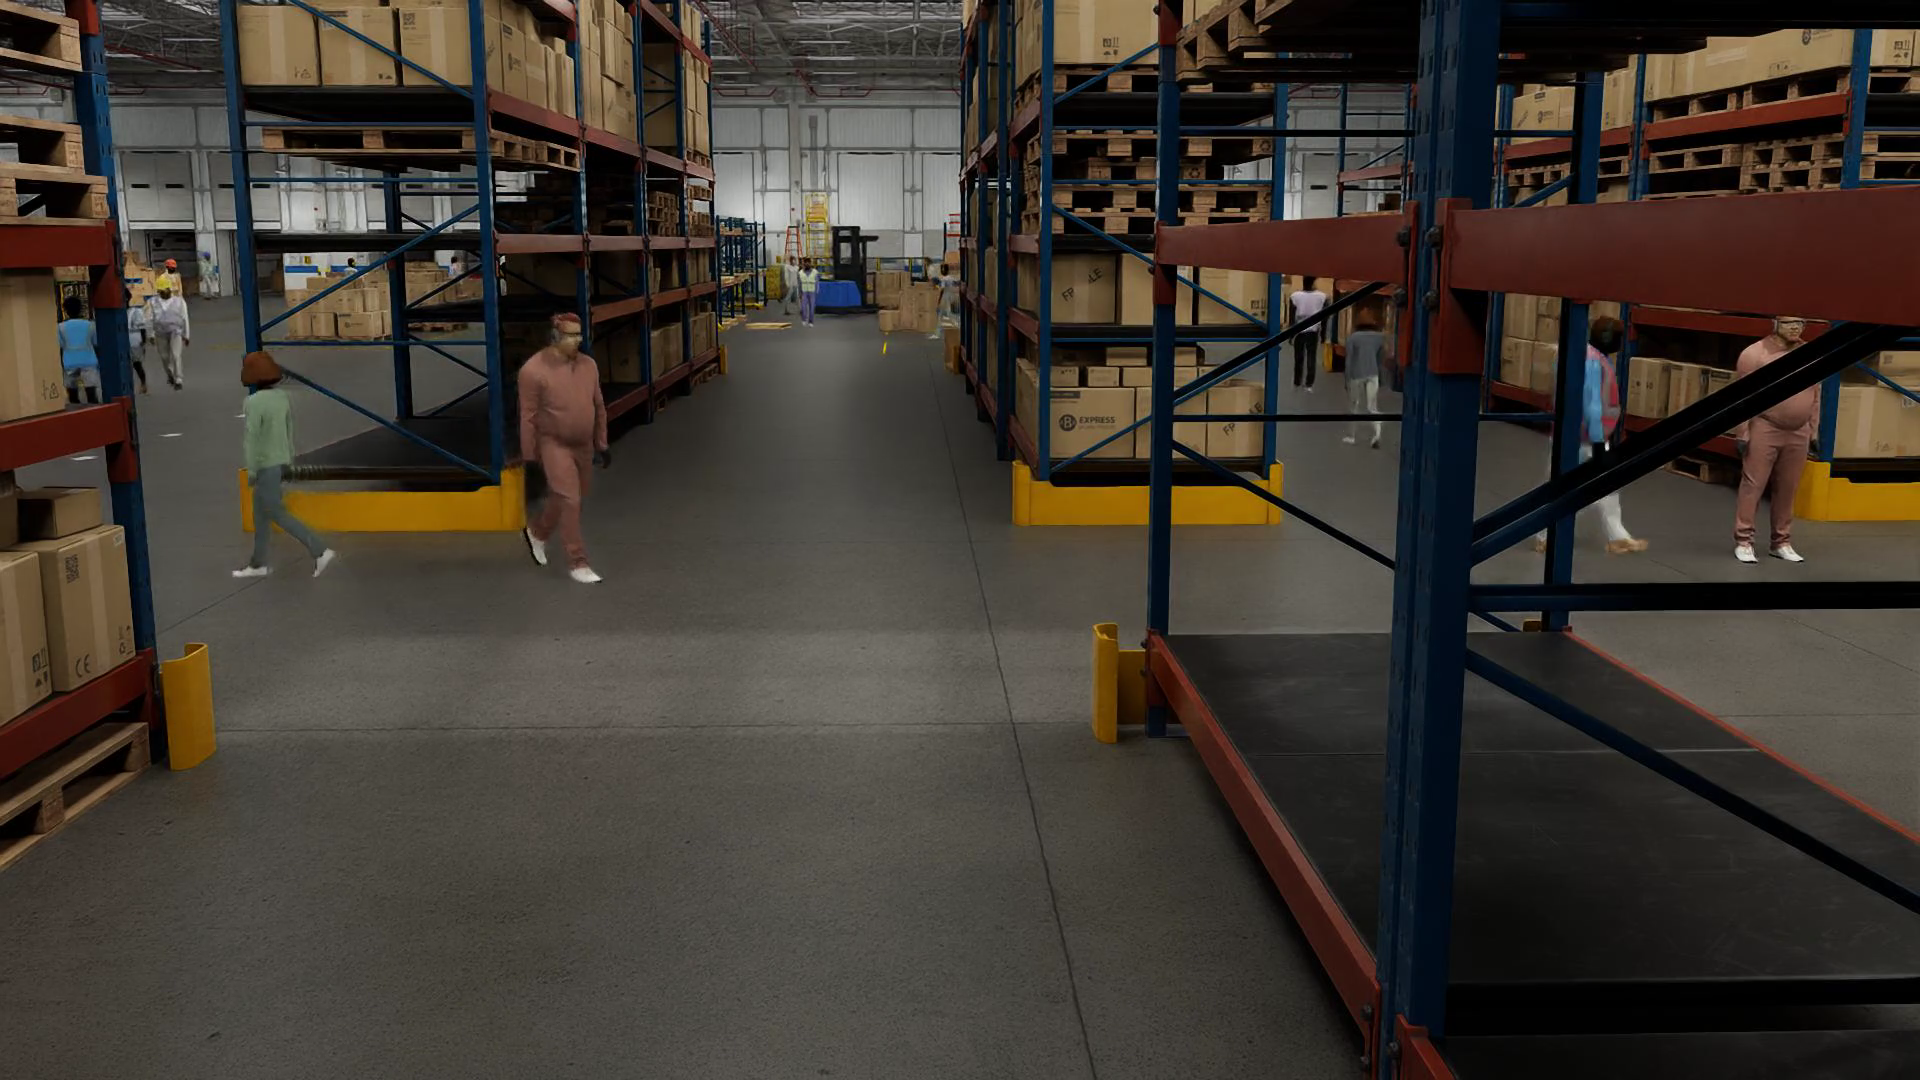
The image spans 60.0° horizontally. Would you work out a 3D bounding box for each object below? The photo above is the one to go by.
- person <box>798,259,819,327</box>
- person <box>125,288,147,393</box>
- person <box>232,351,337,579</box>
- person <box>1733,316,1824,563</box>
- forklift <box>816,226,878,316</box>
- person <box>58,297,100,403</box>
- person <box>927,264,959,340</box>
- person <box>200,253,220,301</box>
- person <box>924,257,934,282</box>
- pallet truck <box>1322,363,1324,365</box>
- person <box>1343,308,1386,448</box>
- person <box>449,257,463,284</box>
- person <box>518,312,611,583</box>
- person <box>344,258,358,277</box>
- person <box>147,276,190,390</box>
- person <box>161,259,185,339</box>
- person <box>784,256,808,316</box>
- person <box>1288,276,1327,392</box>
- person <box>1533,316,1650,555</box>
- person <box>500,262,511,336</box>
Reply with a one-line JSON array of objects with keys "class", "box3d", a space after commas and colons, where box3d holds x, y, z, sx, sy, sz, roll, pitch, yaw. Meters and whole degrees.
[{"class": "person", "box3d": [-4.182, -6.802, 45.837, 0.597, 1.868, 0.980, 0, 10, -1]}, {"class": "person", "box3d": [-12.395, -2.932, 24.798, 0.540, 1.682, 0.540, -2, 10, -12]}, {"class": "person", "box3d": [-4.719, -0.509, 11.529, 0.771, 1.605, 0.509, 1, 10, 4]}, {"class": "person", "box3d": [5.998, -0.769, 12.145, 0.689, 1.902, 0.394, -1, 10, -4]}, {"class": "forklift", "box3d": [-3.632, -8.575, 52.891, 1.129, 2.768, 1.873, 7, 12, 34]}, {"class": "person", "box3d": [-10.855, -2.161, 20.510, 0.536, 1.675, 0.674, -6, 12, -30]}, {"class": "person", "box3d": [-0.321, -5.673, 39.688, 0.967, 1.827, 0.538, 3, 11, 19]}, {"class": "person", "box3d": [-29.697, -10.423, 65.904, 0.965, 1.896, 0.639, 5, 11, 25]}, {"class": "person", "box3d": [-1.019, -8.573, 55.788, 0.541, 1.834, 0.541, -1, 10, -7]}, {"class": "pallet truck", "box3d": [7.712, -4.157, 30.737, 1.885, 1.965, 0.823, 3, 11, 16]}, {"class": "person", "box3d": [4.647, -1.857, 19.036, 0.512, 1.598, 0.823, -1, 10, -7]}, {"class": "person", "box3d": [-18.536, -9.530, 61.235, 0.951, 1.802, 0.639, 6, 12, 28]}, {"class": "person", "box3d": [-2.807, -0.664, 11.641, 0.867, 1.877, 0.655, 7, 12, 35]}, {"class": "person", "box3d": [-18.196, -7.501, 49.771, 0.500, 1.861, 0.328, 3, 11, 18]}, {"class": "person", "box3d": [-12.518, -3.276, 26.345, 0.616, 1.810, 0.473, -3, 10, -14]}, {"class": "person", "box3d": [-18.859, -5.762, 39.849, 0.373, 1.935, 0.552, 3, 11, 16]}, {"class": "person", "box3d": [-5.285, -8.069, 52.839, 1.038, 1.883, 0.650, 9, 14, 42]}, {"class": "person", "box3d": [5.459, -3.261, 26.130, 0.614, 1.864, 1.024, 1, 10, 3]}, {"class": "person", "box3d": [4.749, -0.757, 12.382, 0.879, 1.794, 0.736, 6, 12, 30]}, {"class": "person", "box3d": [-8.711, -4.391, 32.129, 0.607, 1.966, 0.367, 0, 10, 2]}]
